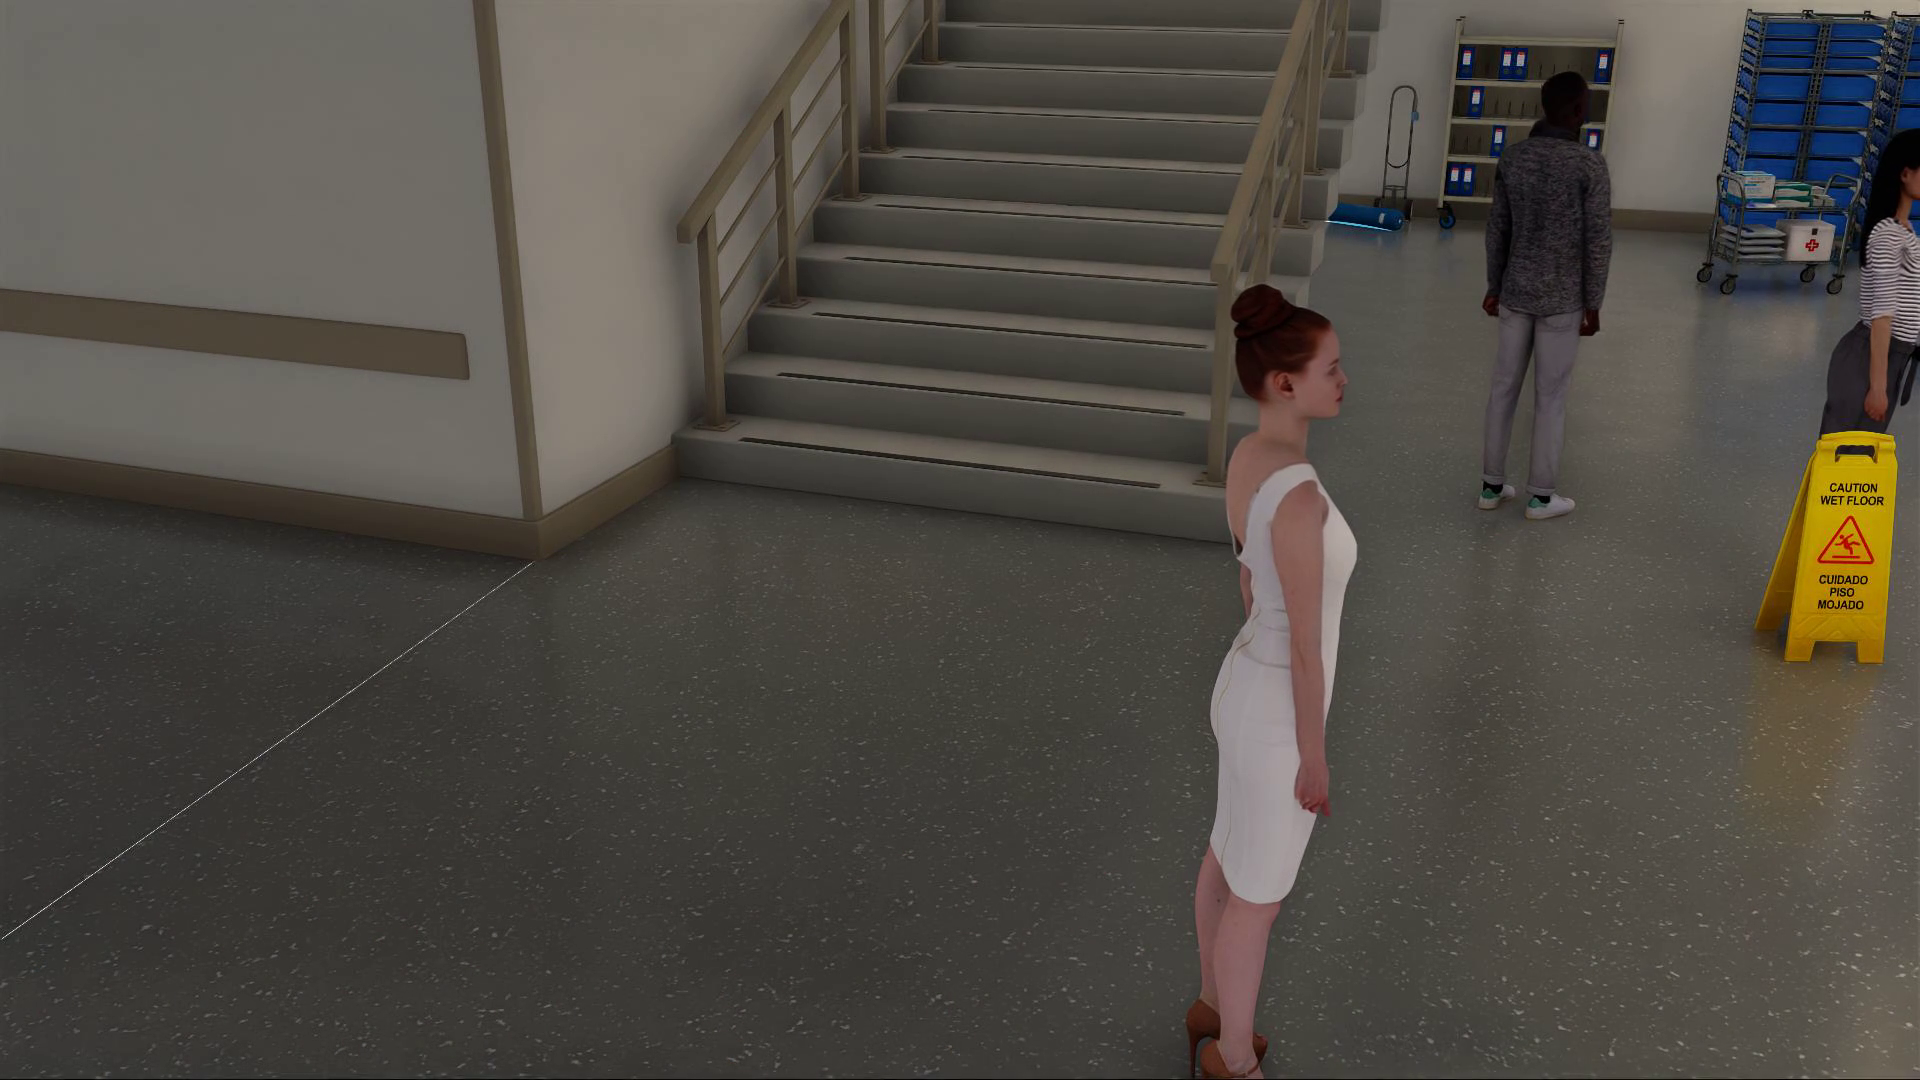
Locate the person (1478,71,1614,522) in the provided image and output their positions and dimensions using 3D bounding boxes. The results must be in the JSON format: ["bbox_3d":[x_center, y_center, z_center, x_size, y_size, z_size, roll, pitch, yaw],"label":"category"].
[{"bbox_3d":[2.412,-1.005,6.931,0.725,1.838,0.755,-18,27,-39],"label":"person"}]

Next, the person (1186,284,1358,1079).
[{"bbox_3d":[0.609,0.374,3.352,0.685,1.793,0.537,-1,21,-3],"label":"person"}]

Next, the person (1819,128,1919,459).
[{"bbox_3d":[3.272,-0.608,6.026,0.683,1.736,0.495,10,23,25],"label":"person"}]

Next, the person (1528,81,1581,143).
[{"bbox_3d":[3.814,-2.225,10.727,0.695,1.430,0.781,-3,21,-8],"label":"person"}]
